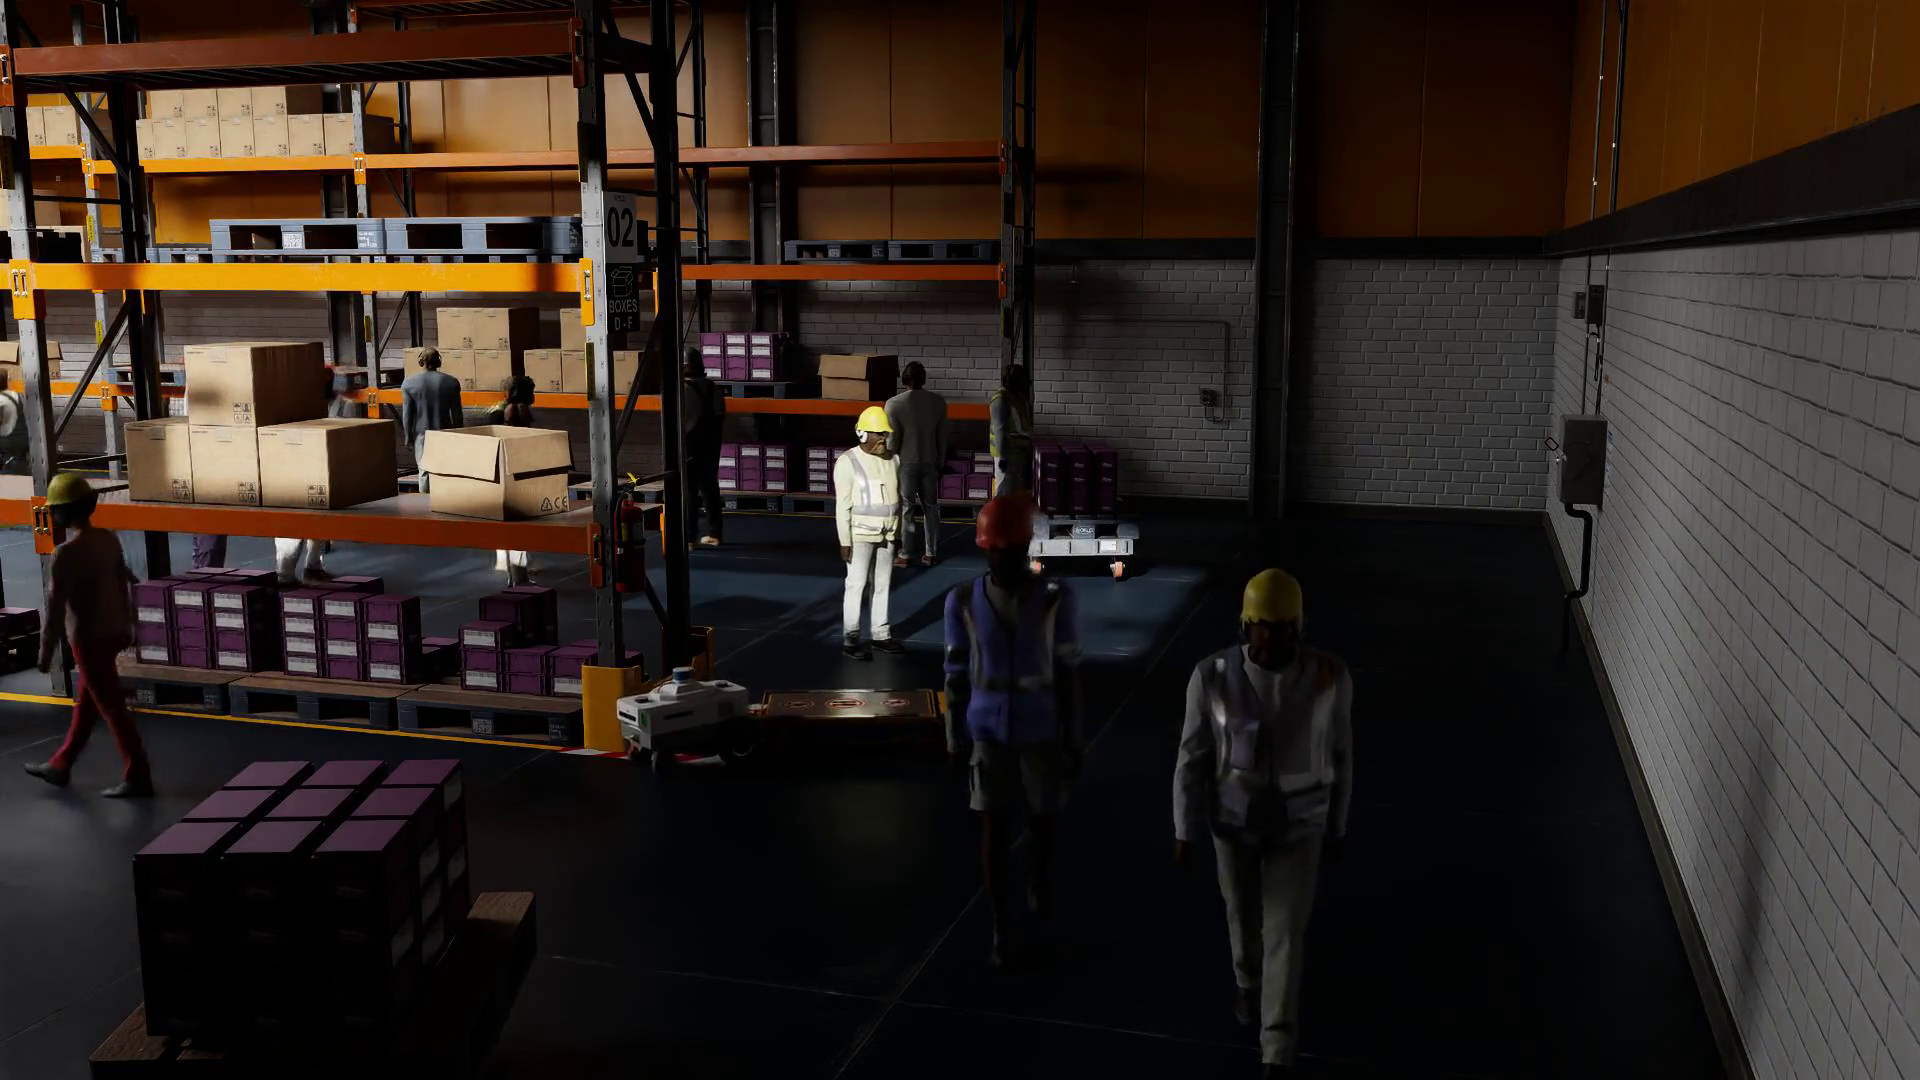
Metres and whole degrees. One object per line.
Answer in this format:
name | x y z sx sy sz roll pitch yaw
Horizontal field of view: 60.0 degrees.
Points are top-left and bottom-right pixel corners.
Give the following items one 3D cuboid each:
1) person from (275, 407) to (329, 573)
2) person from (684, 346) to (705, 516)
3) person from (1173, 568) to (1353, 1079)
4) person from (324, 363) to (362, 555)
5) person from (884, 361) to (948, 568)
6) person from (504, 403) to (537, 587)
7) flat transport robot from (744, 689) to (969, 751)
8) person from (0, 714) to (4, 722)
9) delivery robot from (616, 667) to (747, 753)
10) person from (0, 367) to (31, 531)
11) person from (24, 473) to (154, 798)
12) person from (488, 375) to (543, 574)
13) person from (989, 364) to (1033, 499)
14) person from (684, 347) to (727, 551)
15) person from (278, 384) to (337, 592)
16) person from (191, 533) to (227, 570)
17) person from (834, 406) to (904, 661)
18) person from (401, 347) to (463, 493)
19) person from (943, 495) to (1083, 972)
person | -5.977 -0.638 15.004 0.623 1.992 0.396 -5 11 -29
person | -3.080 -1.197 18.587 0.354 1.936 0.635 2 10 15
person | 1.063 0.971 5.858 0.615 1.780 0.949 2 10 11
person | -6.211 -0.838 16.560 0.566 1.898 0.946 0 9 2
person | -0.419 -0.703 15.573 0.630 1.940 0.371 -4 10 -25
person | -3.831 -0.371 14.452 0.311 1.642 0.514 -4 10 -21
flat transport robot | -0.603 1.061 9.891 1.431 0.197 0.652 -1 9 -3
person | -6.139 0.321 10.059 0.897 1.694 0.524 3 10 18
delivery robot | -1.562 0.960 9.355 0.707 0.478 0.477 -8 12 -40
person | -9.937 -0.937 17.503 0.877 1.796 0.521 -1 9 -5
person | -4.669 0.518 8.759 0.827 1.724 0.544 0 9 2
person | -4.010 -0.596 15.296 0.708 1.813 0.649 2 10 14
person | 0.524 -0.860 16.826 0.430 1.845 0.624 4 10 21
person | -2.665 -0.928 16.631 0.542 2.000 0.690 8 12 40
person | -5.689 -0.470 14.459 0.628 1.842 0.590 -5 11 -28
person | -5.803 -0.241 12.893 0.400 1.902 0.647 -6 11 -34
person | -0.634 -0.049 11.936 0.403 1.824 0.594 9 13 44
person | -5.795 -1.152 18.308 0.637 1.938 0.355 -4 10 -21
person | 0.216 0.752 6.745 0.571 1.921 0.573 1 9 5
